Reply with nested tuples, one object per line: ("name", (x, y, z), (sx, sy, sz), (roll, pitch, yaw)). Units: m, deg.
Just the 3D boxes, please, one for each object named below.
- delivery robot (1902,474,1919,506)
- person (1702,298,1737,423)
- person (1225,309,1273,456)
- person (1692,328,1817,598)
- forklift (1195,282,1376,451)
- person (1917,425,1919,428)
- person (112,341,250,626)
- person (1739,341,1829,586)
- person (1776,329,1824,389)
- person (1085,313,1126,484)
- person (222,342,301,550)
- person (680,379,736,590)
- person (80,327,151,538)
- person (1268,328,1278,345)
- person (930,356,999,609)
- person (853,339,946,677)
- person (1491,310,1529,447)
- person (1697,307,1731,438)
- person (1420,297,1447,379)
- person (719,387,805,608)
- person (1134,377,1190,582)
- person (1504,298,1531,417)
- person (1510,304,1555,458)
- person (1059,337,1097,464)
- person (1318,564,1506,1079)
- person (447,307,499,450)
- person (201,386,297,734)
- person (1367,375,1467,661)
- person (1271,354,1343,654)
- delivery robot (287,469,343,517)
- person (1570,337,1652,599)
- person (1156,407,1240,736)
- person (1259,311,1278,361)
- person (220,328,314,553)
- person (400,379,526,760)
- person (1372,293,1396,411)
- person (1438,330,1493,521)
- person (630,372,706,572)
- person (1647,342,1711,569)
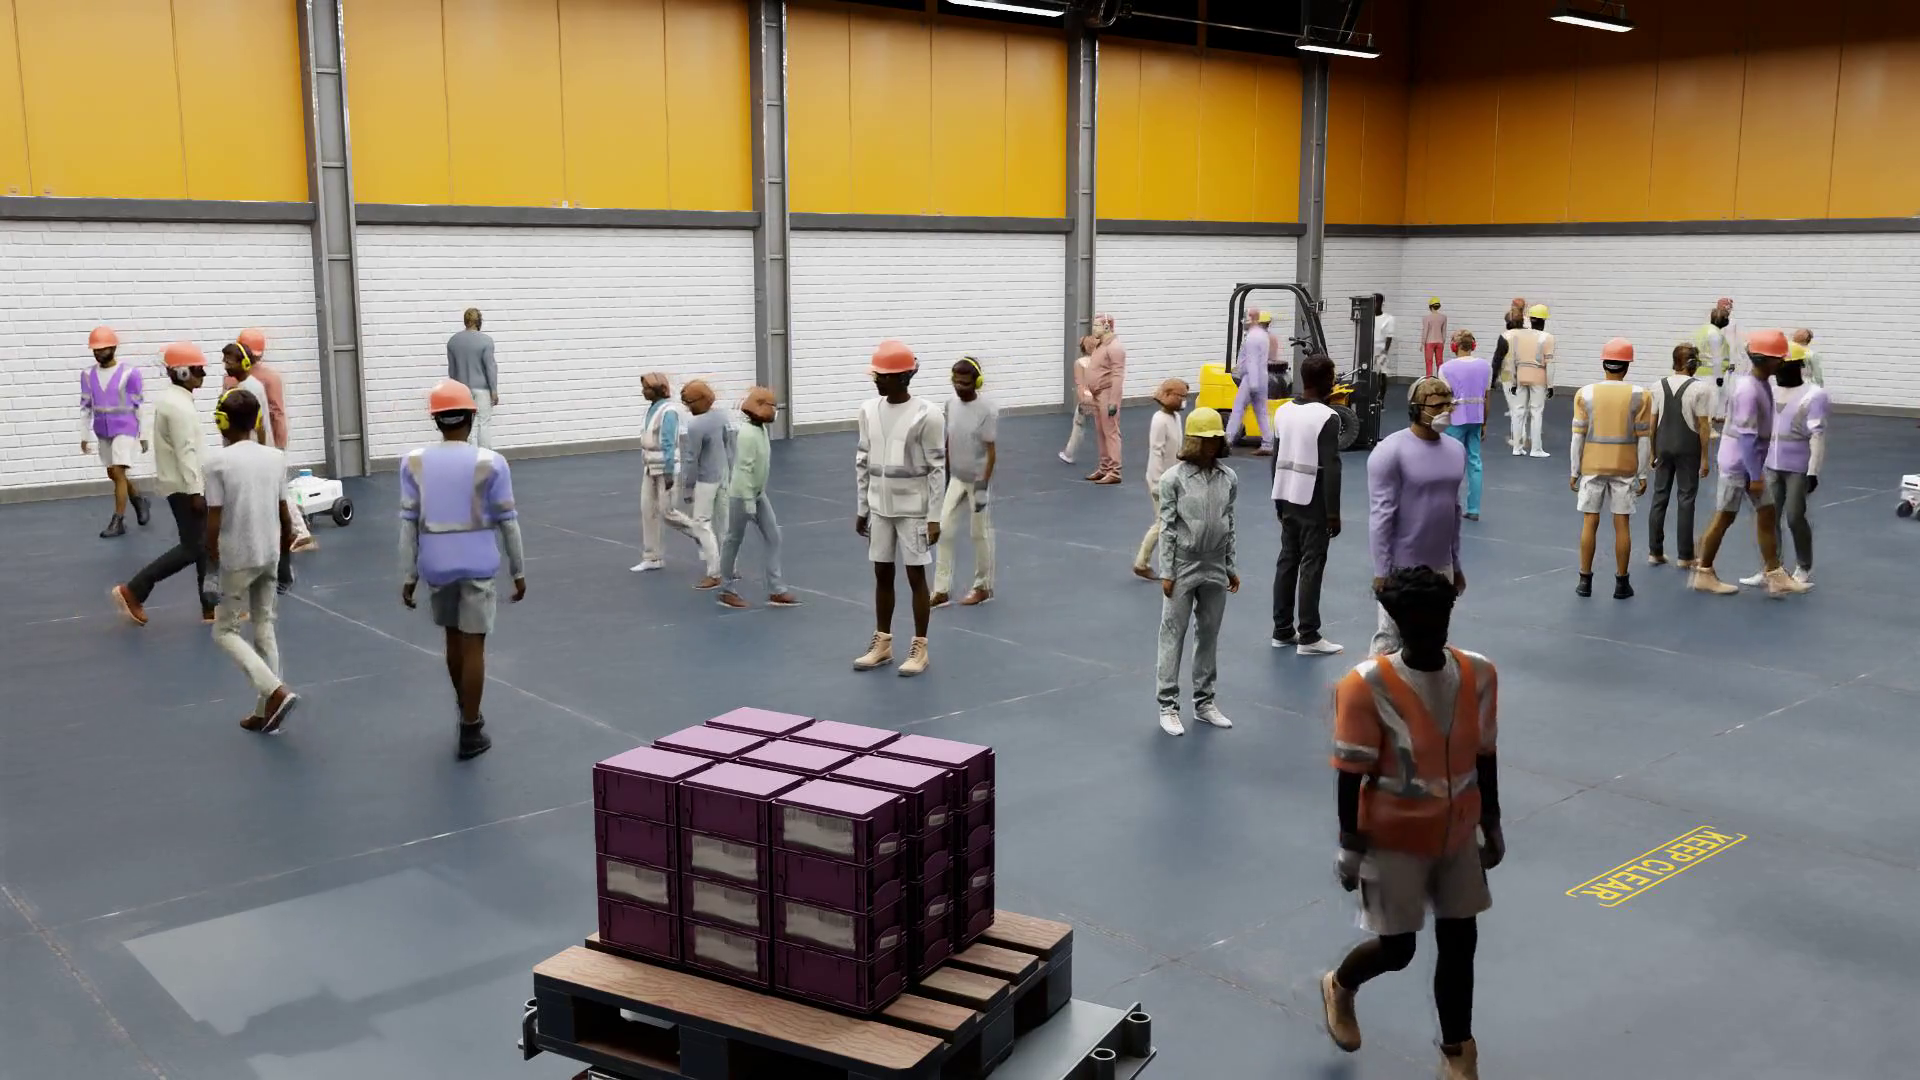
("delivery robot", (9.475, -0.515, 16.023), (0.707, 0.478, 0.477), (-2, 10, -9))
("person", (11.628, -2.745, 25.425), (0.408, 1.903, 0.638), (-3, 10, -17))
("person", (3.594, -1.996, 21.145), (0.930, 1.860, 0.658), (4, 11, 24))
("person", (5.897, -0.540, 12.200), (0.924, 2.004, 0.628), (8, 13, 40))
("forklift", (4.328, -2.346, 22.227), (2.313, 2.155, 1.214), (3, 10, 16))
("person", (14.423, -2.589, 24.480), (0.642, 1.913, 0.409), (-8, 13, -40))
("person", (-5.315, -0.360, 11.251), (0.738, 1.971, 0.618), (-4, 10, -20))
("person", (6.392, -0.573, 12.765), (0.660, 1.885, 0.666), (-4, 10, -22))
("person", (10.782, -1.888, 21.276), (0.838, 1.601, 0.524), (-4, 10, -22))
("person", (1.609, -1.578, 18.574), (0.403, 1.906, 0.652), (-2, 10, -13))
("person", (-5.775, -0.701, 13.621), (0.436, 1.844, 0.518), (-4, 11, -24))
("person", (-1.925, -0.444, 12.805), (0.311, 1.611, 0.619), (4, 10, 21))
("person", (-7.722, -1.010, 15.278), (0.552, 1.908, 0.880), (1, 10, 4))
("person", (4.730, -2.769, 26.208), (0.550, 1.666, 0.690), (4, 11, 24))
("person", (-0.012, -0.395, 11.875), (0.599, 1.825, 0.777), (8, 12, 39))
("person", (-0.381, -0.190, 10.058), (0.608, 2.040, 0.394), (6, 11, 32))
("person", (7.403, -2.165, 22.294), (0.638, 1.805, 0.718), (-4, 11, -23))
("person", (10.518, -2.325, 23.179), (0.467, 1.823, 0.649), (3, 10, 17))
("person", (8.931, -3.700, 31.405), (0.524, 1.769, 0.314), (-3, 10, -17))
("person", (-1.427, -0.291, 11.907), (0.725, 1.597, 0.516), (3, 10, 17))
("person", (1.652, -0.458, 12.885), (0.578, 1.599, 0.538), (5, 11, 27))
("person", (8.747, -2.870, 26.239), (0.563, 1.867, 0.577), (0, 10, -1))
("person", (7.235, -2.003, 20.998), (0.382, 1.924, 0.594), (-8, 13, -39))
("person", (1.593, -1.658, 20.035), (0.528, 1.567, 0.930), (-6, 12, -33))
("person", (1.332, 0.859, 4.994), (0.591, 1.662, 0.577), (-4, 10, -20))
("person", (-5.688, -1.752, 19.501), (0.635, 1.936, 0.356), (3, 10, 19))
("person", (-3.698, 0.130, 8.698), (0.469, 1.859, 0.542), (6, 11, 30))
("person", (2.322, 0.136, 8.438), (0.627, 1.940, 0.371), (-6, 11, -32))
("person", (2.207, -0.228, 10.640), (0.370, 1.915, 0.597), (-5, 11, -26))
("delivery robot", (-6.058, -0.413, 15.427), (0.477, 0.478, 0.707), (2, 10, 13))
("person", (4.824, -0.533, 12.359), (0.550, 1.935, 0.376), (4, 11, 24))
("person", (1.279, 0.161, 8.863), (0.484, 1.745, 0.297), (-5, 11, -26))
("person", (4.343, -2.412, 23.900), (0.434, 1.747, 0.540), (-3, 10, -18))
("person", (-6.000, -0.820, 14.060), (0.683, 1.940, 0.733), (5, 11, 25))
("person", (-2.535, 0.127, 8.591), (0.583, 1.899, 0.805), (0, 10, 0))
("person", (6.762, -3.037, 27.030), (0.607, 1.939, 0.601), (10, 14, 44))
("person", (4.796, -1.082, 15.866), (0.563, 1.837, 0.389), (-3, 10, -16))
("person", (-2.354, -0.552, 13.401), (0.593, 1.620, 0.520), (-7, 12, -37))
("person", (5.840, -0.681, 13.519), (0.343, 1.839, 0.506), (-8, 13, -40))
